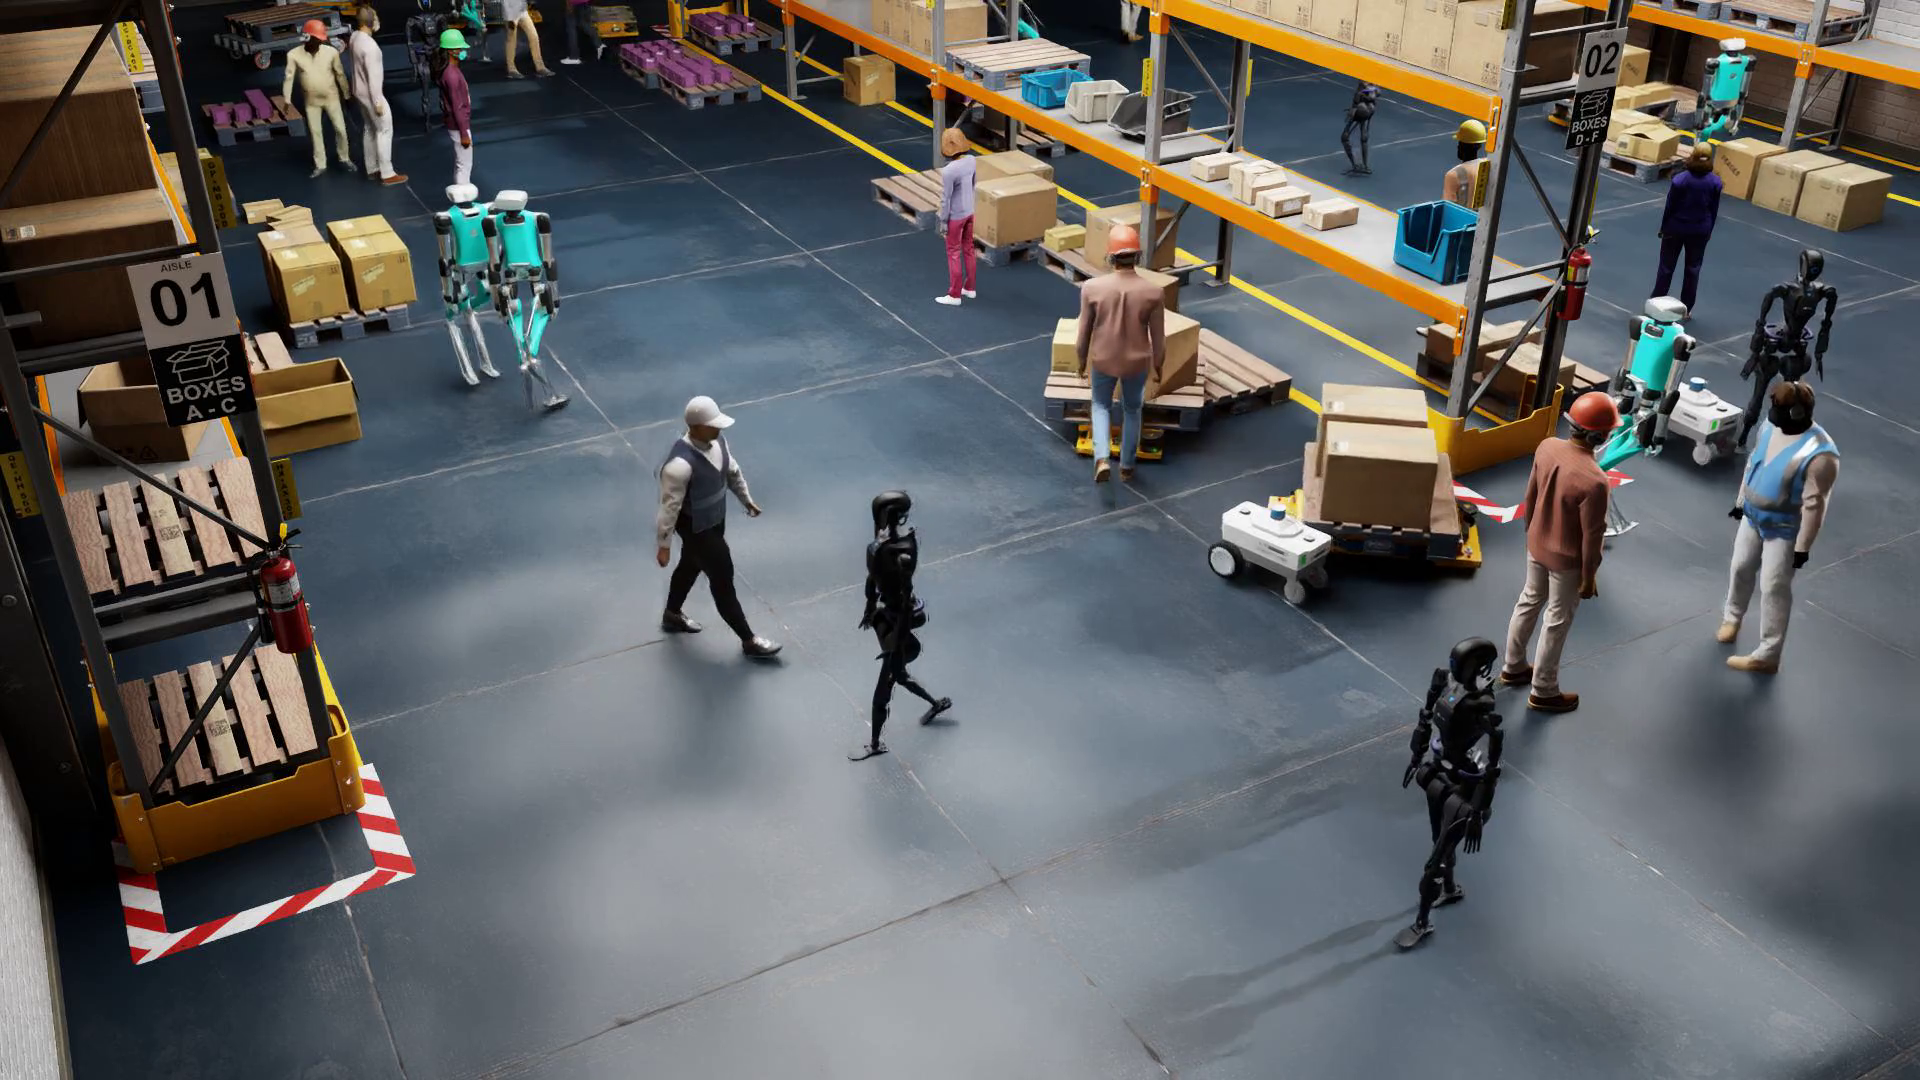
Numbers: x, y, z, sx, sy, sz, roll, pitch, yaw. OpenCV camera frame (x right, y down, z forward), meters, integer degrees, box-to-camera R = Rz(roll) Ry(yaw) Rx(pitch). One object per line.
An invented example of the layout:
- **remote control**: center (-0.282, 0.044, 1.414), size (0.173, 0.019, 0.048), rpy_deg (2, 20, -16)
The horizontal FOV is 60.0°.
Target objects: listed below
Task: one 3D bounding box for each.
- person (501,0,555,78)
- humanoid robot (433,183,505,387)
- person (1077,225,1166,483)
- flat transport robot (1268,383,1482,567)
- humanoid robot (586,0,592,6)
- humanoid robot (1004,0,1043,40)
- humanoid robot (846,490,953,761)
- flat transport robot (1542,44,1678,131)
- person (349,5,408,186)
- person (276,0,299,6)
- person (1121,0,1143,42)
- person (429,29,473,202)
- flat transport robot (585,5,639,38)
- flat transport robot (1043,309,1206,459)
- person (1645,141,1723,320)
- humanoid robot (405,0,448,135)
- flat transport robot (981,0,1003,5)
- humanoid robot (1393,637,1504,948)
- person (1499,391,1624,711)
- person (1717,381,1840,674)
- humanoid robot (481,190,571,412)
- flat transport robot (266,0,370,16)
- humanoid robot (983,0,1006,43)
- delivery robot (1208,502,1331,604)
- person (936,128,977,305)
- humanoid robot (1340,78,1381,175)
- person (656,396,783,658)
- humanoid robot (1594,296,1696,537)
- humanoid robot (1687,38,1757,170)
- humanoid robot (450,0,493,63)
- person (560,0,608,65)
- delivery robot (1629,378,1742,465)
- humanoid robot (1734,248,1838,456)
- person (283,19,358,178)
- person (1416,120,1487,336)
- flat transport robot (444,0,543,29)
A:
- **person**: center (-5.823, -6.998, 22.122), size (0.764, 1.719, 0.595), rpy_deg (12, 32, 19)
- **humanoid robot**: center (-4.033, -2.117, 13.535), size (0.532, 1.709, 0.737), rpy_deg (-22, 36, -33)
- **person**: center (1.157, -1.279, 11.924), size (0.644, 1.972, 0.602), rpy_deg (3, 30, 5)
- **flat transport robot**: center (2.871, -0.096, 11.576), size (1.431, 0.231, 0.659), rpy_deg (5, 30, 9)
- **humanoid robot**: center (-6.011, -9.142, 25.925), size (0.616, 1.638, 0.591), rpy_deg (-15, 33, -24)
- **humanoid robot**: center (0.906, -7.149, 22.420), size (0.797, 1.805, 0.531), rpy_deg (-6, 30, -11)
- **humanoid robot**: center (-0.327, 0.442, 9.254), size (0.683, 1.641, 0.588), rpy_deg (-12, 32, -20)
- **flat transport robot**: center (7.928, -5.047, 20.195), size (0.659, 0.231, 1.431), rpy_deg (-16, 33, -25)
- **person**: center (-6.433, -4.855, 18.229), size (0.435, 1.925, 0.655), rpy_deg (-17, 34, -27)
- **person**: center (-10.084, -8.613, 24.825), size (0.429, 1.841, 0.633), rpy_deg (10, 31, 17)
- **person**: center (2.484, -8.062, 23.855), size (0.634, 1.854, 0.629), rpy_deg (12, 32, 20)
- **person**: center (-5.164, -4.276, 17.167), size (0.424, 1.948, 0.494), rpy_deg (-10, 31, -17)
- **flat transport robot**: center (-5.235, -7.789, 24.968), size (0.659, 0.231, 1.431), rpy_deg (-8, 31, -14)
- **flat transport robot**: center (1.319, -1.044, 13.228), size (0.659, 0.231, 1.431), rpy_deg (5, 30, 8)
- **person**: center (6.478, -2.754, 14.840), size (0.451, 1.624, 0.329), rpy_deg (5, 30, 9)
- **humanoid robot**: center (-6.336, -5.733, 19.962), size (0.599, 1.657, 0.315), rpy_deg (-23, 37, -34)
- **flat transport robot**: center (0.565, -8.859, 26.832), size (0.659, 0.231, 1.431), rpy_deg (2, 30, 4)
- **humanoid robot**: center (2.327, 1.172, 7.964), size (0.567, 1.640, 0.594), rpy_deg (-12, 32, -20)
- **person**: center (3.468, 0.062, 9.571), size (0.381, 1.993, 0.621), rpy_deg (-9, 31, -16)
- **person**: center (4.928, -0.107, 10.060), size (0.439, 1.813, 0.706), rpy_deg (-7, 31, -12)
- **humanoid robot**: center (-3.419, -1.760, 13.071), size (0.537, 1.860, 0.755), rpy_deg (-3, 30, -6)
- **flat transport robot**: center (-9.991, -8.319, 25.891), size (1.431, 0.231, 0.659), rpy_deg (-3, 30, -5)
- **humanoid robot**: center (0.430, -7.710, 23.483), size (0.824, 1.627, 0.590), rpy_deg (7, 31, 13)
- **delivery robot**: center (2.076, 0.042, 11.068), size (0.499, 0.612, 0.816), rpy_deg (-26, 39, -38)
- **person**: center (-0.026, -2.945, 15.173), size (0.288, 1.629, 0.498), rpy_deg (19, 35, 29)
- **humanoid robot**: center (4.492, -4.888, 18.503), size (0.374, 1.646, 0.601), rpy_deg (13, 33, 22)
- **person**: center (-1.526, -0.096, 10.137), size (0.933, 1.698, 0.762), rpy_deg (10, 31, 17)
- **humanoid robot**: center (4.447, -0.748, 11.268), size (0.856, 1.792, 0.560), rpy_deg (-11, 32, -18)
- **humanoid robot**: center (8.060, -4.566, 17.893), size (0.558, 1.734, 1.045), rpy_deg (-2, 30, -4)
- **humanoid robot**: center (-6.622, -7.298, 22.628), size (1.012, 1.728, 0.555), rpy_deg (25, 38, 37)
- **person**: center (-5.252, -7.437, 22.786), size (0.619, 1.826, 0.548), rpy_deg (11, 32, 18)
- **delivery robot**: center (5.597, -0.958, 12.807), size (0.499, 0.611, 0.809), rpy_deg (-16, 33, -25)
- **humanoid robot**: center (6.169, -1.392, 12.419), size (0.583, 1.650, 0.341), rpy_deg (1, 30, 2)
- **person**: center (-7.162, -4.907, 18.489), size (0.726, 1.731, 0.384), rpy_deg (-10, 31, -17)
- **person**: center (4.311, -2.675, 14.403), size (0.586, 1.927, 0.360), rpy_deg (-21, 36, -32)
- **flat transport robot**: center (-7.126, -7.978, 25.298), size (1.431, 0.231, 0.659), rpy_deg (-10, 31, -17)
